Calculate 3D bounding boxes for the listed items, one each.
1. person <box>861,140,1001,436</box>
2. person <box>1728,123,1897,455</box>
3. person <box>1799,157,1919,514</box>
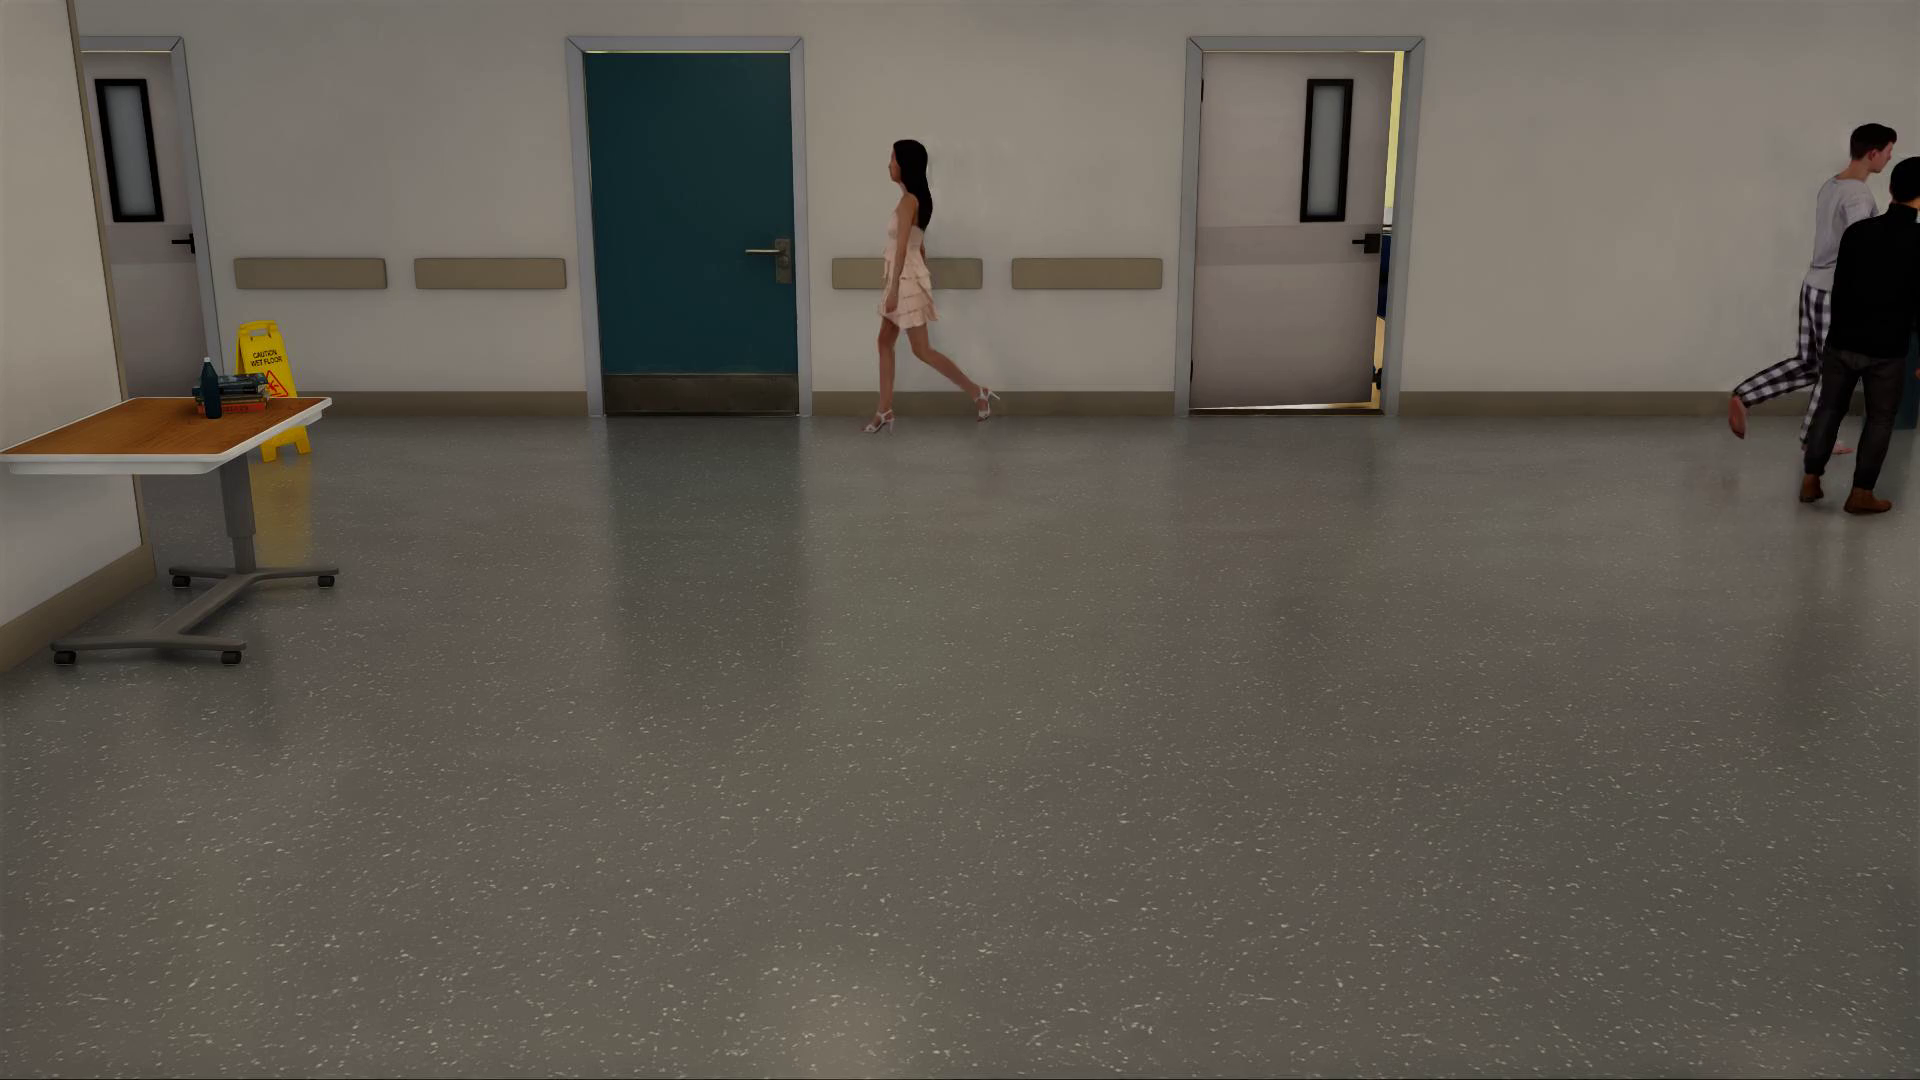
[{"bbox_3d":[-0.198,-1.405,9.602,1.043,1.698,0.581,1,16,3],"label":"person"},{"bbox_3d":[4.699,-1.333,9.137,0.964,1.814,0.723,1,16,4],"label":"person"},{"bbox_3d":[4.421,-0.983,8.085,0.829,1.711,0.790,-12,20,-37],"label":"person"}]
